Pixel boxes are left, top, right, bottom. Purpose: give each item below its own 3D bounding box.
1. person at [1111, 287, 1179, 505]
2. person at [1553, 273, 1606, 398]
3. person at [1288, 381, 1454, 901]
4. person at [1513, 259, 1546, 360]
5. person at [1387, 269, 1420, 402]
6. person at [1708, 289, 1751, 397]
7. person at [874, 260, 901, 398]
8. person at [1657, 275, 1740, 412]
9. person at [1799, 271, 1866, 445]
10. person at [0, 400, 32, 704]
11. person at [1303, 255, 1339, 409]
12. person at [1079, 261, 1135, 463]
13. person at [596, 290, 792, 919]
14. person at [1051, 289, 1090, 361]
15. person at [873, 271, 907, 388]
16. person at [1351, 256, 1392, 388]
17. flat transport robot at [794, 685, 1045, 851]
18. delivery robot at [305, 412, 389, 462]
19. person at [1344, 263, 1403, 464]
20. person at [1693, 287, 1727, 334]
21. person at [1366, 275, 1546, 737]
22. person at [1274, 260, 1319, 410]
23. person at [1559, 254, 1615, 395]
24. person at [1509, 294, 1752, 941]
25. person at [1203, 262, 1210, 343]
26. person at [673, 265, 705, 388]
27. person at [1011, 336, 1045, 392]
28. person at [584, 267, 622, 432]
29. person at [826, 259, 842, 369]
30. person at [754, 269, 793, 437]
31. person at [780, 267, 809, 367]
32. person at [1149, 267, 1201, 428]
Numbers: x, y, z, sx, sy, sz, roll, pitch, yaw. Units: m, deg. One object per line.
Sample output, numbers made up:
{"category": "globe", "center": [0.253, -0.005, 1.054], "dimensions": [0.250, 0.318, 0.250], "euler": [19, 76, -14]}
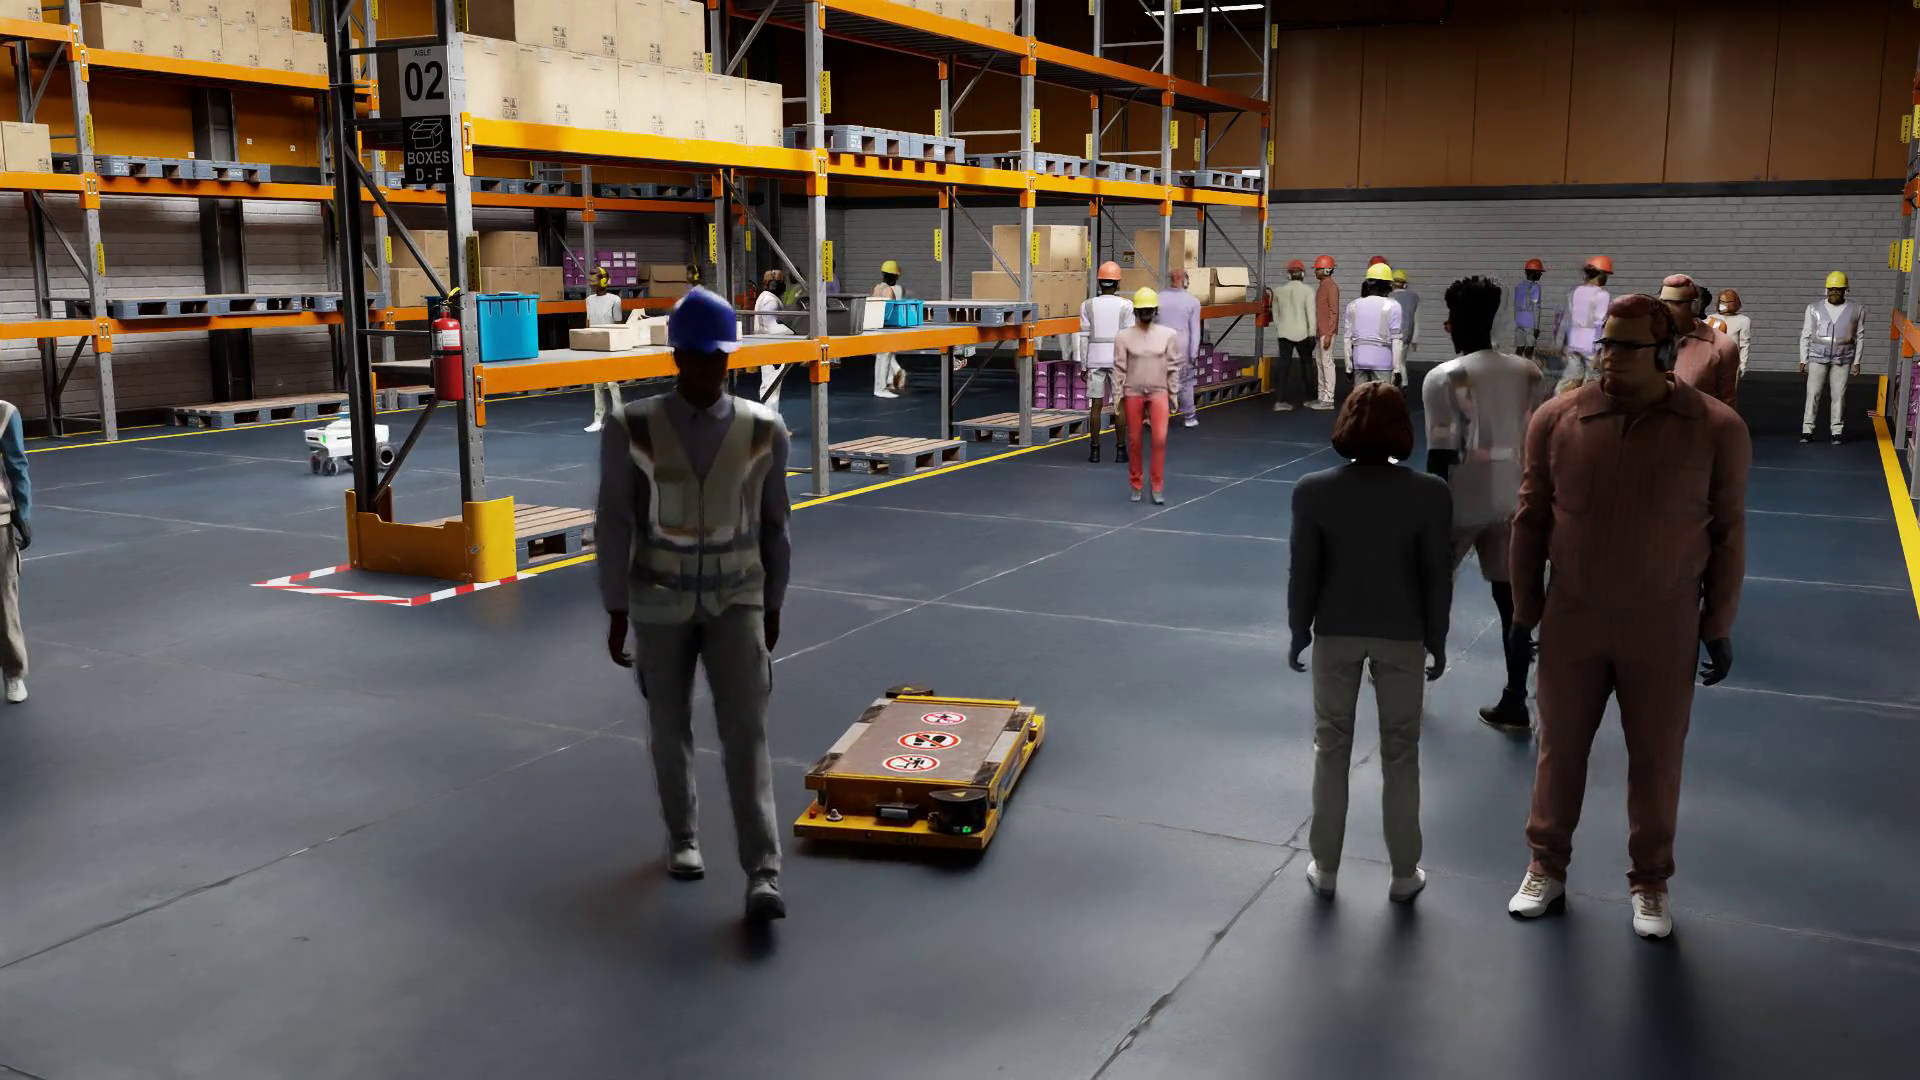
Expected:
{"category": "person", "center": [1.487, -1.140, 13.339], "dimensions": [0.542, 1.740, 0.719], "euler": [1, 10, 5]}
{"category": "person", "center": [7.322, -2.259, 19.423], "dimensions": [0.694, 1.875, 0.980], "euler": [-9, 13, -42]}
{"category": "person", "center": [1.276, 0.318, 5.212], "dimensions": [0.498, 1.633, 0.282], "euler": [3, 10, 17]}
{"category": "person", "center": [8.446, -3.198, 24.700], "dimensions": [0.376, 1.934, 0.547], "euler": [-3, 10, -16]}
{"category": "person", "center": [5.766, -2.674, 22.019], "dimensions": [0.618, 1.809, 0.420], "euler": [-2, 10, -11]}
{"category": "person", "center": [8.259, -1.890, 18.001], "dimensions": [0.498, 1.631, 0.280], "euler": [8, 13, 40]}
{"category": "person", "center": [-1.024, -2.952, 23.329], "dimensions": [0.401, 1.916, 0.632], "euler": [-3, 10, -17]}
{"category": "person", "center": [3.890, -0.489, 9.125], "dimensions": [0.674, 1.902, 0.395], "euler": [5, 11, 27]}
{"category": "person", "center": [9.207, -1.919, 17.588], "dimensions": [0.599, 1.830, 0.404], "euler": [5, 11, 27]}
{"category": "person", "center": [-4.422, -0.064, 7.410], "dimensions": [0.522, 1.638, 0.310], "euler": [-4, 11, -21]}
{"category": "person", "center": [4.720, -2.694, 21.601], "dimensions": [0.378, 1.996, 0.611], "euler": [-1, 10, -4]}
{"category": "person", "center": [1.421, -1.706, 16.047], "dimensions": [0.547, 1.938, 0.377], "euler": [2, 10, 11]}
{"category": "person", "center": [-0.794, 0.201, 5.098], "dimensions": [0.611, 1.899, 0.921], "euler": [-2, 10, -13]}
{"category": "person", "center": [1.721, -3.355, 26.089], "dimensions": [0.635, 1.782, 0.949], "euler": [2, 10, 9]}
{"category": "person", "center": [-1.001, -3.141, 24.607], "dimensions": [0.578, 1.865, 0.757], "euler": [-7, 12, -37]}
{"category": "person", "center": [6.080, -3.190, 24.523], "dimensions": [0.666, 1.973, 0.649], "euler": [-4, 11, -24]}
{"category": "flat transport robot", "center": [-0.107, 0.820, 6.246], "dimensions": [0.652, 0.197, 1.431], "euler": [2, 10, 11]}
{"category": "delivery robot", "center": [-5.637, -0.933, 15.303], "dimensions": [0.477, 0.478, 0.707], "euler": [7, 12, 37]}
{"category": "person", "center": [3.954, -1.672, 15.899], "dimensions": [0.587, 1.922, 0.383], "euler": [9, 13, 41]}
{"category": "person", "center": [7.152, -1.611, 16.195], "dimensions": [0.540, 1.695, 0.317], "euler": [5, 11, 27]}
{"category": "person", "center": [2.187, -0.170, 7.212], "dimensions": [0.630, 1.920, 0.968], "euler": [-3, 10, -18]}
{"category": "person", "center": [4.385, -2.652, 21.557], "dimensions": [0.648, 1.925, 1.000], "euler": [8, 13, 38]}
{"category": "person", "center": [6.787, -2.118, 18.231], "dimensions": [0.748, 2.014, 0.635], "euler": [-4, 11, -21]}
{"category": "person", "center": [1.956, 0.230, 4.940], "dimensions": [0.651, 1.904, 0.403], "euler": [5, 11, 27]}
{"category": "person", "center": [3.659, -3.332, 25.544], "dimensions": [0.655, 1.904, 0.785], "euler": [-6, 12, -32]}
{"category": "person", "center": [-3.924, -3.184, 24.862], "dimensions": [0.738, 1.851, 0.547], "euler": [-3, 10, -18]}
{"category": "person", "center": [1.009, -3.107, 24.178], "dimensions": [0.565, 1.932, 0.411], "euler": [0, 10, -3]}
{"category": "person", "center": [-4.031, -2.140, 18.774], "dimensions": [0.531, 1.864, 0.310], "euler": [5, 11, 27]}
{"category": "person", "center": [-2.250, -3.965, 29.122], "dimensions": [0.376, 1.940, 0.627], "euler": [-3, 10, -18]}
{"category": "person", "center": [-2.041, -2.043, 18.280], "dimensions": [0.429, 1.841, 0.634], "euler": [-2, 10, -14]}
{"category": "person", "center": [-2.896, -3.922, 29.323], "dimensions": [0.678, 1.791, 0.921], "euler": [9, 13, 41]}
{"category": "person", "center": [2.455, -2.178, 19.011], "dimensions": [0.636, 1.867, 0.985], "euler": [5, 11, 25]}
